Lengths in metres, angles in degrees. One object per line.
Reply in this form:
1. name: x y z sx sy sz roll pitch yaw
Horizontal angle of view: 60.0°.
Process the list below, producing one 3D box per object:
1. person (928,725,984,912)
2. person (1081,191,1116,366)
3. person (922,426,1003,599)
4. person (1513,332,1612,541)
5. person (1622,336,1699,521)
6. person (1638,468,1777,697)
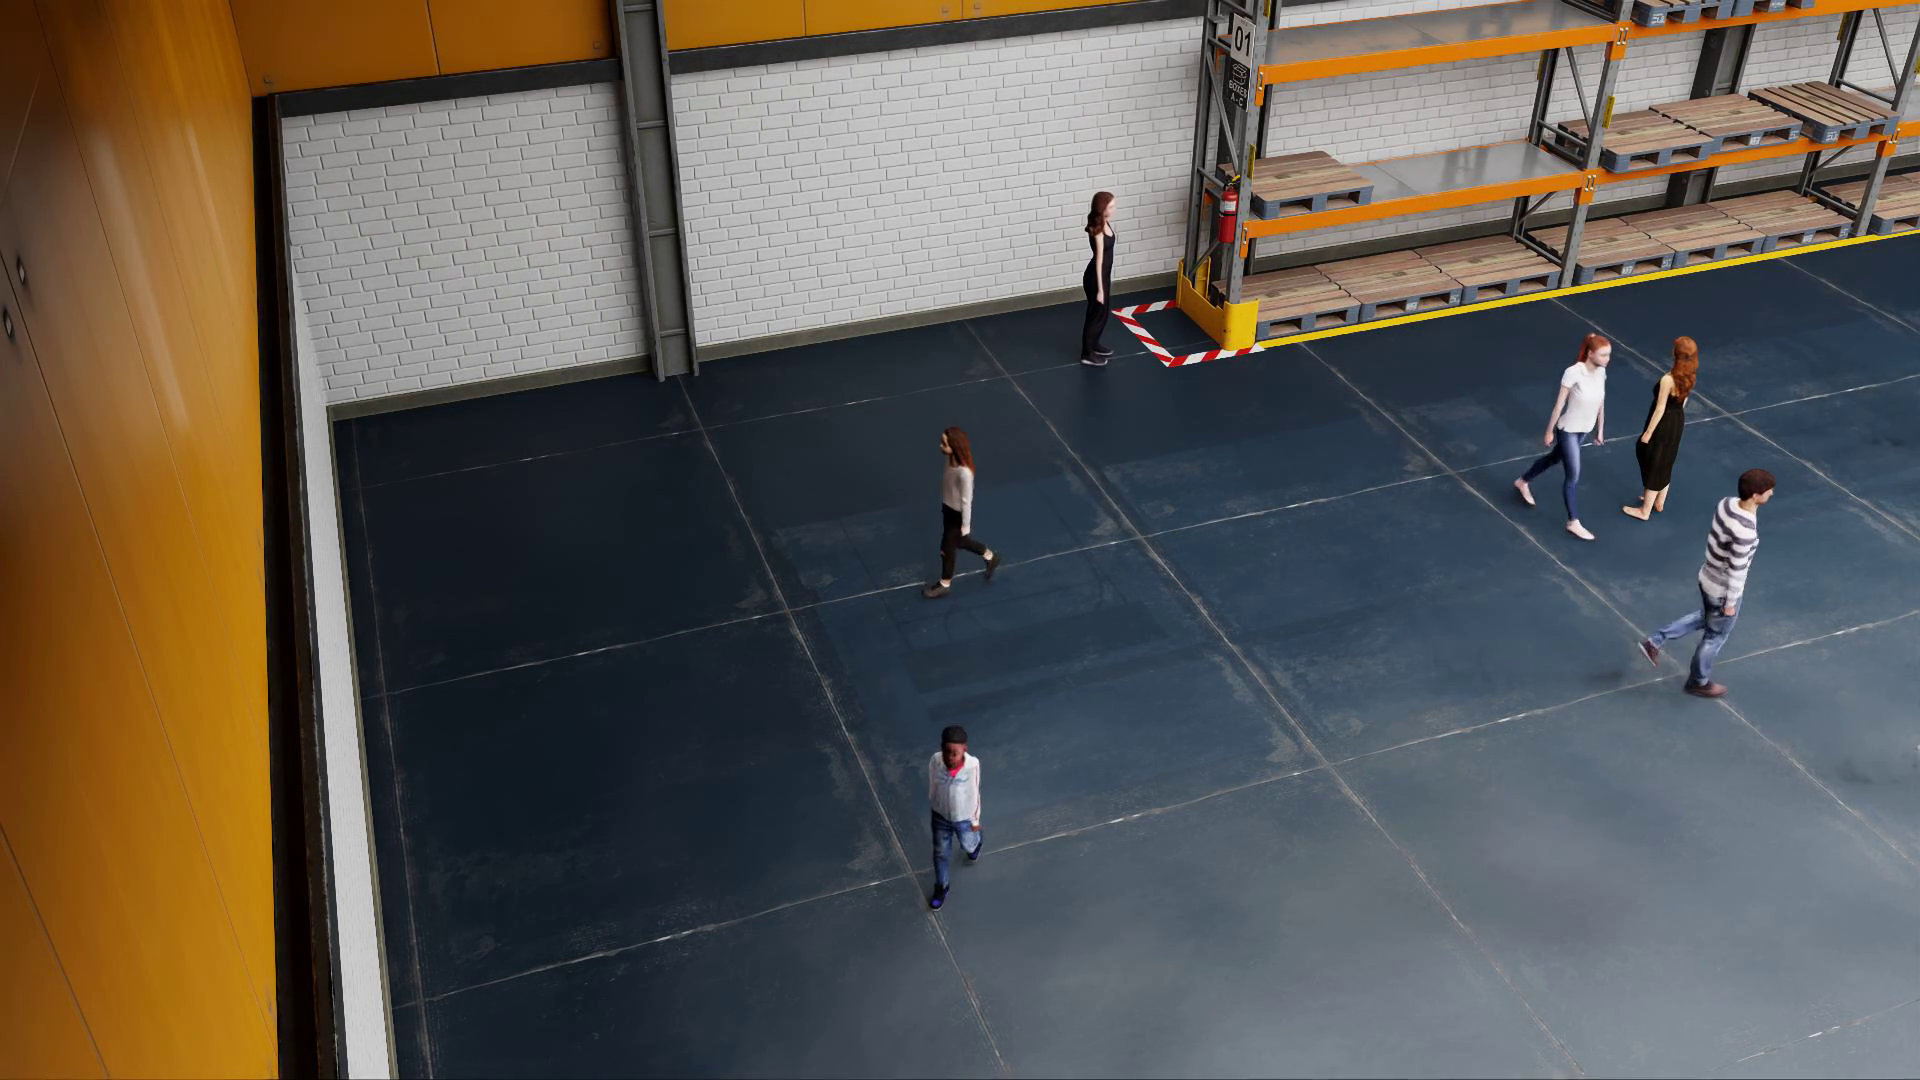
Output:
1. person: -0.010 1.611 10.107 0.844 1.240 0.835 9 35 13
2. person: 1.300 -2.500 15.840 0.693 1.742 0.674 7 34 10
3. person: 0.038 -0.217 12.653 0.887 1.468 0.554 -13 36 -19
4. person: 4.895 -0.920 13.500 1.115 1.700 0.810 -19 38 -26
5. person: 5.748 -0.910 13.554 0.587 1.625 0.701 -22 40 -30
6. person: 5.184 0.298 11.541 0.990 1.840 0.866 4 34 6
